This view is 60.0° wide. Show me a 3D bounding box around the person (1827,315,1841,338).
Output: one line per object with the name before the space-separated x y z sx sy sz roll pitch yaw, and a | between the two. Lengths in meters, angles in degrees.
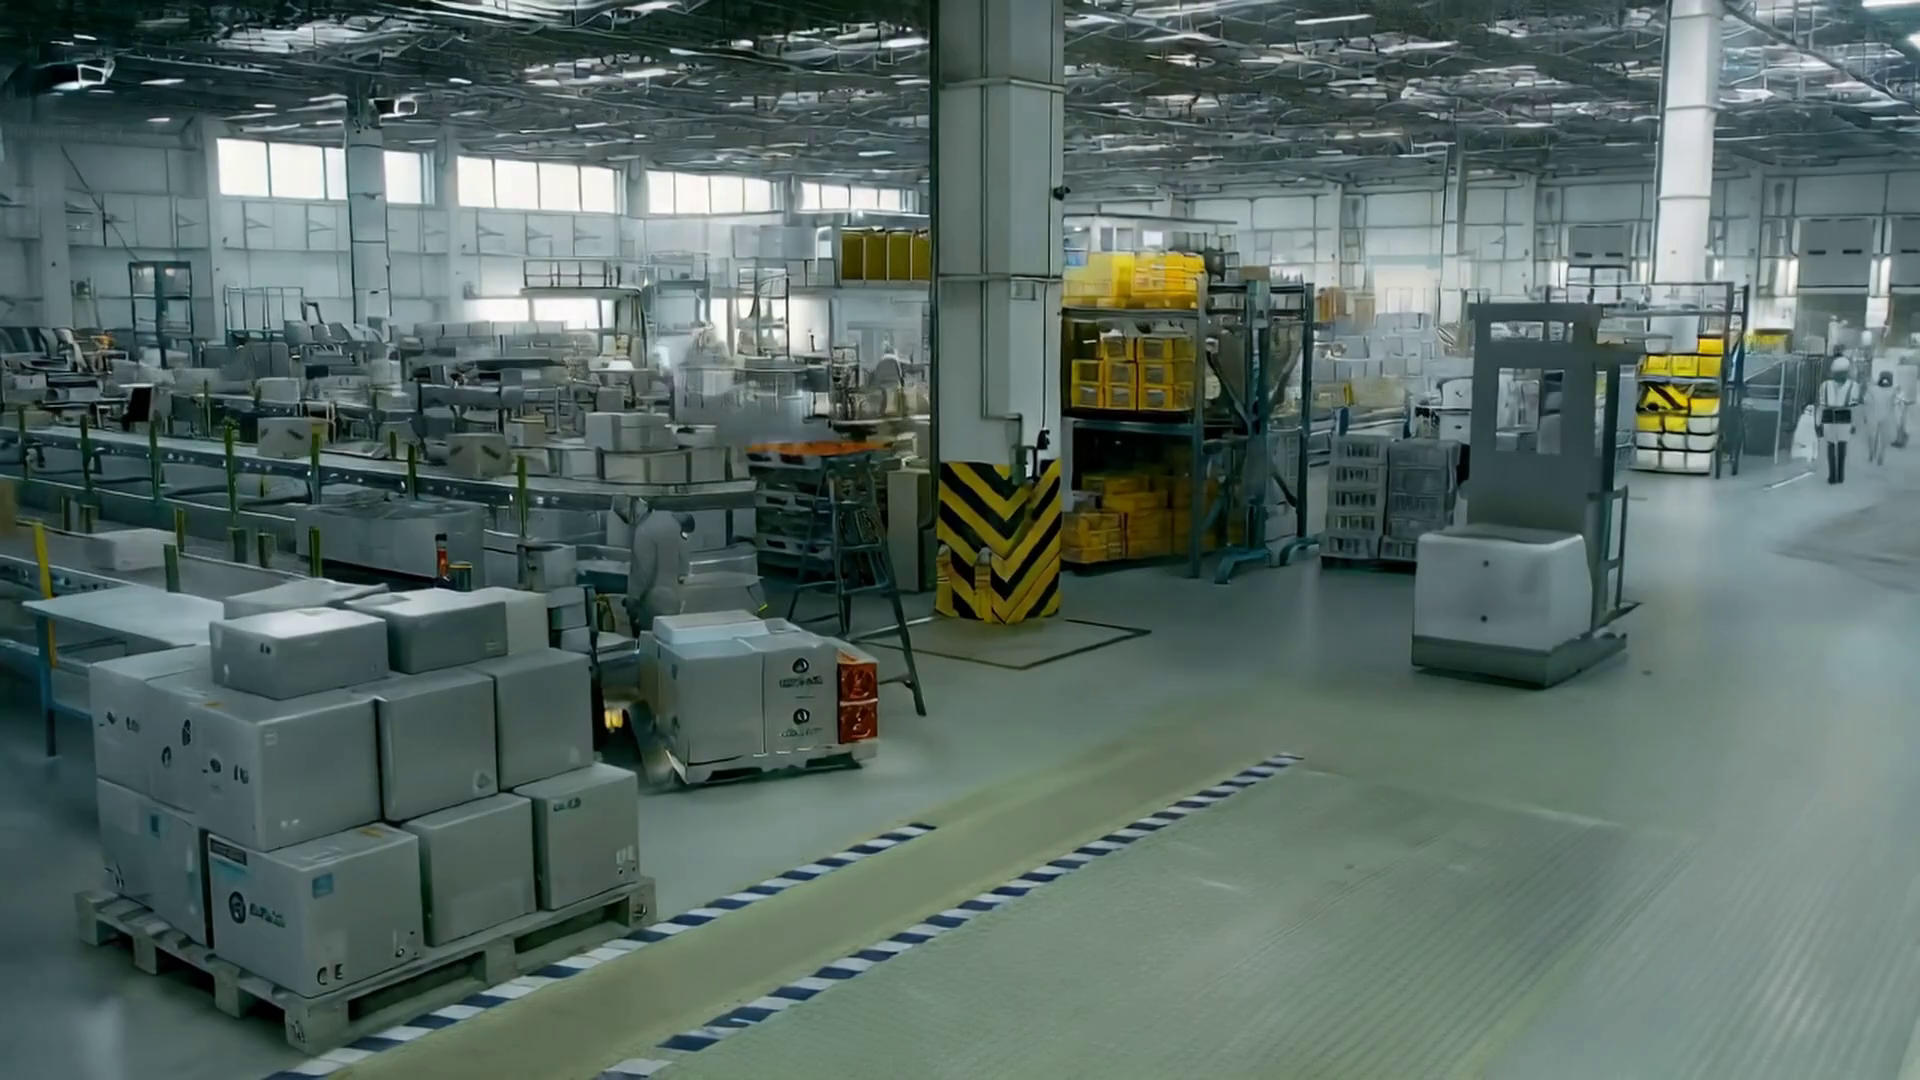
person | 37.818 -8.745 71.880 0.626 1.981 0.408 1 8 7

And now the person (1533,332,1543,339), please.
person | 14.734 -4.385 42.767 0.913 1.907 0.550 -4 9 -27

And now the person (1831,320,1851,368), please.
person | 34.130 -7.587 64.429 0.680 1.880 0.664 -7 11 -38

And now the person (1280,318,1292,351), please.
person | 14.204 -8.795 72.442 0.550 1.922 0.620 3 9 20

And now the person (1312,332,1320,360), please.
person | 10.378 -5.237 48.945 0.525 1.769 0.316 8 12 44

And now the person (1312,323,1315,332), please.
person | 15.875 -9.238 75.569 0.620 1.861 0.696 0 8 -2

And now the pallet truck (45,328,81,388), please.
pallet truck | -23.775 -4.544 43.495 1.885 1.965 0.823 6 10 35

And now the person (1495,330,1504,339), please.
person | 17.150 -5.790 52.817 0.512 1.705 0.823 0 8 2

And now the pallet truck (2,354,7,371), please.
pallet truck | -24.881 -4.417 42.634 1.885 1.965 0.823 8 11 41

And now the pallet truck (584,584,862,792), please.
pallet truck | -1.426 0.805 10.019 1.601 1.201 0.680 -4 9 -26

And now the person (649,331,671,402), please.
person | -6.952 -3.860 38.819 0.679 2.027 0.617 8 12 43

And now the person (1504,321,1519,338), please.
person | 25.179 -9.312 75.945 0.623 1.912 0.851 6 10 35

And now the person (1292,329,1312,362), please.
person | 10.029 -5.206 48.346 0.590 1.875 0.907 -7 11 -41

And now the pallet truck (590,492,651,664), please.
pallet truck | -3.115 0.344 12.883 0.653 1.274 1.630 7 11 37

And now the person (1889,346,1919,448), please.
person | 17.544 -2.636 30.917 0.544 1.920 0.586 0 8 0

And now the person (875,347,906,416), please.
person | -1.491 -3.153 34.852 0.595 1.790 0.921 6 11 37

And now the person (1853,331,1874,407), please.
person | 23.102 -4.373 42.529 0.612 1.952 0.389 -4 9 -23

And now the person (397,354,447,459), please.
person | -9.274 -2.293 28.811 0.980 1.860 0.659 -7 11 -39

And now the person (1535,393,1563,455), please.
person | 7.662 -1.084 21.451 0.507 1.610 0.694 -7 11 -40

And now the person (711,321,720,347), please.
person | -9.721 -7.840 66.393 0.972 1.790 0.537 5 10 32

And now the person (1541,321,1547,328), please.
person | 24.266 -8.252 69.020 0.429 1.840 0.630 -4 9 -23

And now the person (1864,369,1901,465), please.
person | 15.509 -2.058 27.971 0.535 1.617 0.356 4 9 26

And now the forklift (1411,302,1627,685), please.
forklift | 4.379 -0.438 12.852 1.129 2.768 1.873 7 11 37

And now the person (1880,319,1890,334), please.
person | 38.763 -8.368 69.795 0.430 1.845 0.621 3 9 21

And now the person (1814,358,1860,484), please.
person | 13.284 -1.797 25.233 0.559 1.914 0.582 7 11 38
